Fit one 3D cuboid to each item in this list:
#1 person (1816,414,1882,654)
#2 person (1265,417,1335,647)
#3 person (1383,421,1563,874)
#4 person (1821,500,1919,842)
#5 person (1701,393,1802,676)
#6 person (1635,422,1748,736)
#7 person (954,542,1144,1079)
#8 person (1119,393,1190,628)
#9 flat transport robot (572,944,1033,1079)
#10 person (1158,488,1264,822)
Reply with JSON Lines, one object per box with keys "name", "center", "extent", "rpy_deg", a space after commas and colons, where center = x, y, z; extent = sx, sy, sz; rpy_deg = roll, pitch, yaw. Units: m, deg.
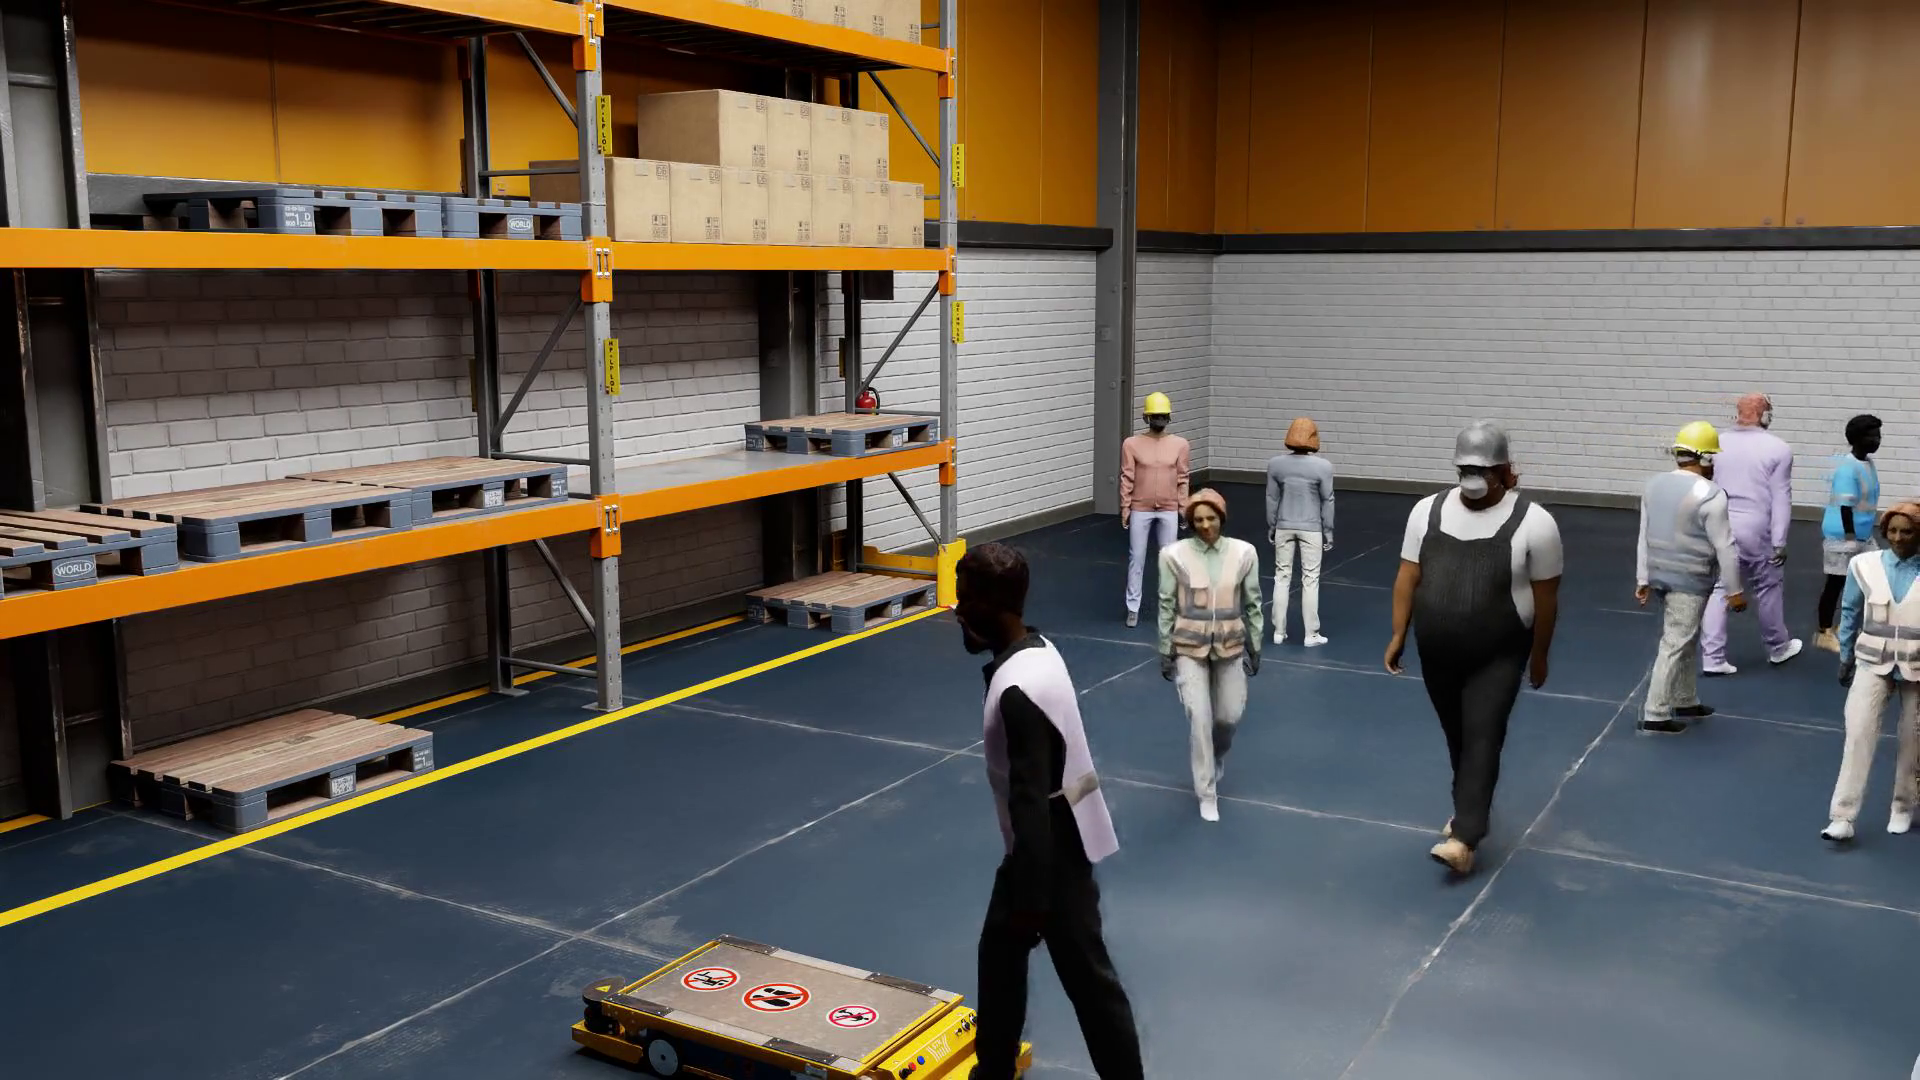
{"name": "person", "center": [6.209, -0.027, 11.488], "extent": [0.563, 1.678, 0.485], "rpy_deg": [-9, 13, -44]}
{"name": "person", "center": [2.421, -0.057, 11.842], "extent": [0.505, 1.633, 0.279], "rpy_deg": [5, 11, 30]}
{"name": "person", "center": [2.265, 0.438, 7.489], "extent": [0.694, 2.000, 1.009], "rpy_deg": [8, 12, 41]}
{"name": "person", "center": [4.297, 0.630, 7.657], "extent": [0.539, 1.601, 0.836], "rpy_deg": [7, 12, 38]}
{"name": "person", "center": [5.260, -0.041, 11.043], "extent": [0.980, 1.854, 0.655], "rpy_deg": [-7, 11, -37]}
{"name": "person", "center": [4.242, 0.231, 9.532], "extent": [0.746, 1.804, 0.591], "rpy_deg": [-2, 9, -13]}
{"name": "person", "center": [0.230, 0.941, 4.938], "extent": [0.729, 1.868, 0.611], "rpy_deg": [0, 9, -1]}
{"name": "person", "center": [1.456, -0.219, 12.446], "extent": [0.531, 1.768, 0.311], "rpy_deg": [-1, 9, -4]}
{"name": "flat transport robot", "center": [-0.539, 1.630, 5.552], "extent": [1.431, 0.197, 0.652], "rpy_deg": [5, 11, 30]}
{"name": "person", "center": [1.218, 0.536, 8.211], "extent": [0.525, 1.620, 0.557], "rpy_deg": [-1, 9, -4]}
